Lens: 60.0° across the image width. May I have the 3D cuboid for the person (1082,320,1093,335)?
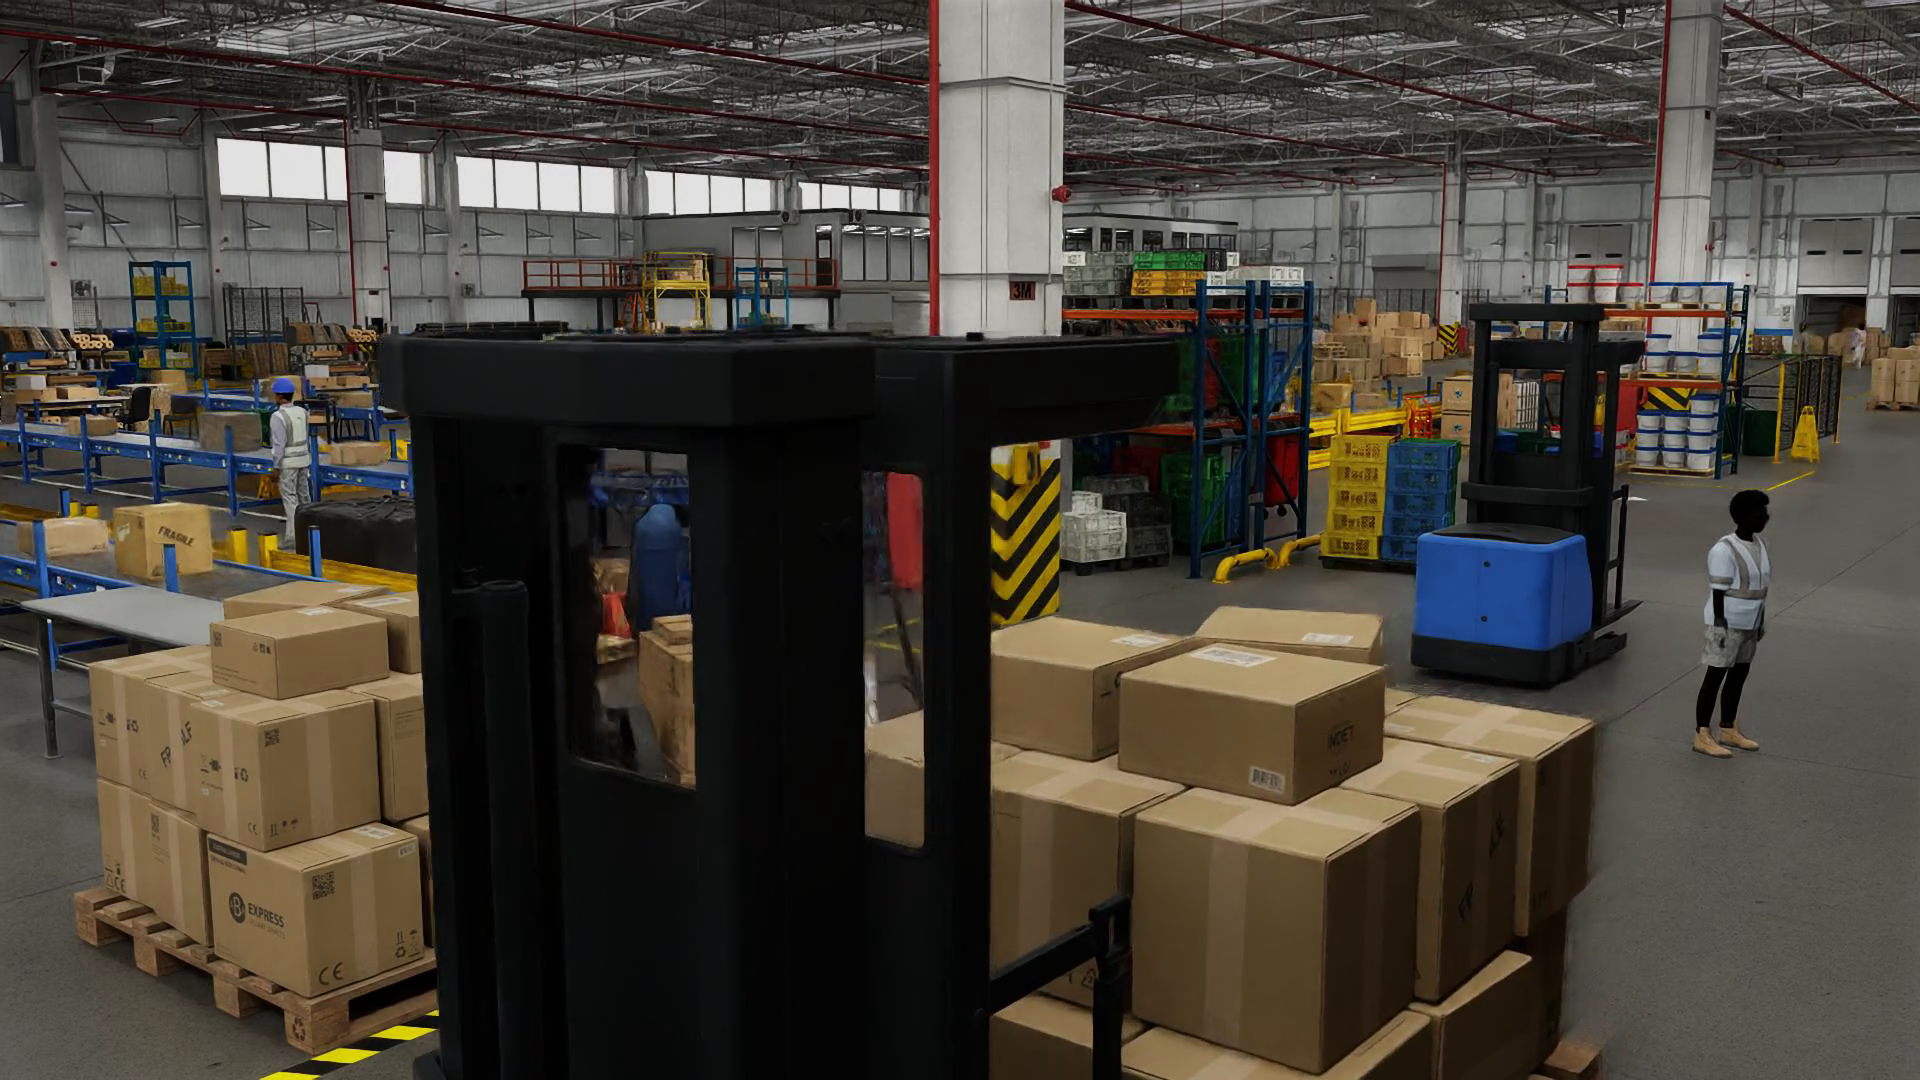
[{"bbox_3d":[4.411,-6.459,56.259,0.692,2.000,0.763,-6,10,-33],"label":"person"}]

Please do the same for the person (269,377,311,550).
[{"bbox_3d":[-7.591,-0.863,18.839,0.389,1.949,0.604,2,9,11],"label":"person"}]

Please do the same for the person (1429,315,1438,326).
[{"bbox_3d":[22.474,-9.716,78.735,0.637,1.916,0.546,-5,10,-30],"label":"person"}]

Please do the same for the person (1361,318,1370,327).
[{"bbox_3d":[14.511,-6.967,59.752,0.737,2.011,0.636,3,9,20],"label":"person"}]

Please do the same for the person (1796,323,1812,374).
[{"bbox_3d":[29.531,-6.657,58.227,0.580,1.851,0.537,3,9,19],"label":"person"}]

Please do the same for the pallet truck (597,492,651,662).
[{"bbox_3d":[-3.115,0.344,12.883,0.653,1.274,1.630,7,11,37],"label":"pallet truck"}]

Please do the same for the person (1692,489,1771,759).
[{"bbox_3d":[4.860,0.518,10.413,0.534,1.694,0.321,-6,10,-33],"label":"person"}]

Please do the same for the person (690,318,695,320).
[{"bbox_3d":[-11.146,-8.210,68.619,0.716,1.888,0.606,4,9,23],"label":"person"}]

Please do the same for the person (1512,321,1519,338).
[{"bbox_3d":[26.725,-9.792,79.902,0.430,1.676,0.550,5,10,30],"label":"person"}]

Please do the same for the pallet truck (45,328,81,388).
[{"bbox_3d":[-23.775,-4.544,43.495,1.885,1.965,0.823,6,10,35],"label":"pallet truck"}]

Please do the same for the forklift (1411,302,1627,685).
[{"bbox_3d":[4.379,-0.438,12.852,1.129,2.768,1.873,7,11,37],"label":"forklift"}]

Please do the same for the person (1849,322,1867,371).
[{"bbox_3d":[33.699,-7.252,62.300,0.651,1.829,0.447,-4,9,-25],"label":"person"}]

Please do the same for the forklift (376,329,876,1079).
[{"bbox_3d":[-0.604,1.015,3.056,1.129,2.768,1.873,7,11,37],"label":"forklift"}]

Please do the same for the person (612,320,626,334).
[{"bbox_3d":[-13.003,-7.463,63.560,0.576,1.882,0.362,1,8,4],"label":"person"}]

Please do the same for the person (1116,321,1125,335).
[{"bbox_3d":[5.613,-6.741,58.498,0.365,1.939,0.542,5,10,32],"label":"person"}]

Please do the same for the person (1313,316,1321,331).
[{"bbox_3d":[17.232,-9.820,79.666,0.805,1.810,0.663,0,8,-1],"label":"person"}]

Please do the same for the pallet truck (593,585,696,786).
[{"bbox_3d":[-1.426,0.805,10.019,1.601,1.201,0.680,-4,9,-26],"label":"pallet truck"}]

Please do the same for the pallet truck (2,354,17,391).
[{"bbox_3d":[-24.881,-4.417,42.634,1.885,1.965,0.823,8,11,41],"label":"pallet truck"}]

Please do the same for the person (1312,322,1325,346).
[{"bbox_3d":[12.674,-6.783,59.044,1.004,1.913,0.646,-6,10,-36],"label":"person"}]
